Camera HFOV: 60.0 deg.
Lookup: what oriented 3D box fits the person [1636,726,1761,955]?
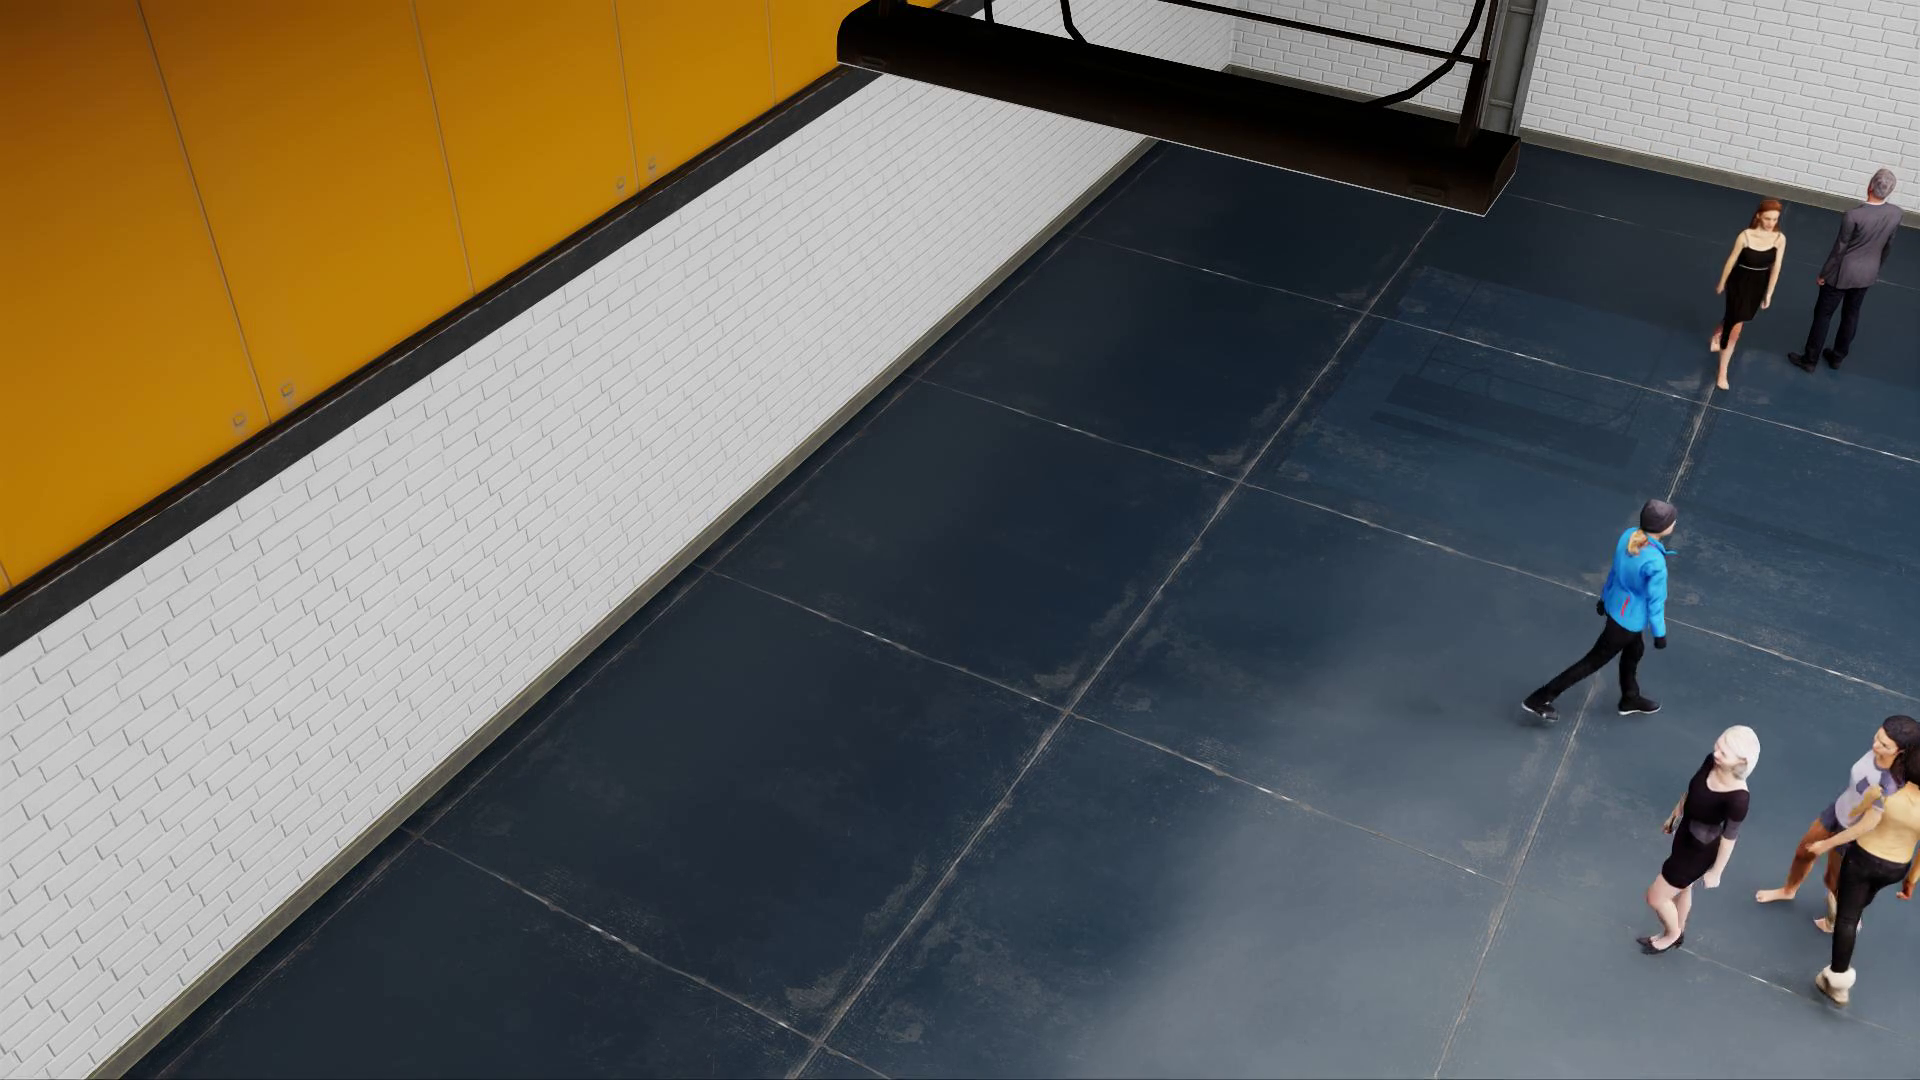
[{"bbox_3d":[4.117,1.685,9.082,0.769,1.816,0.739,2,39,2],"label":"person"}]

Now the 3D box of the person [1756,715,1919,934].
[{"bbox_3d":[5.036,1.629,9.244,0.897,1.702,0.782,8,39,10],"label":"person"}]

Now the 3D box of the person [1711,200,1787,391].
[{"bbox_3d":[6.652,-2.167,14.094,1.074,1.581,0.924,3,39,4],"label":"person"}]

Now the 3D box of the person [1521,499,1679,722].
[{"bbox_3d":[4.130,0.517,10.593,1.267,1.757,1.034,0,39,0],"label":"person"}]

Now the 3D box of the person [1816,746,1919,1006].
[{"bbox_3d":[4.991,1.825,9.064,1.108,1.622,0.775,14,41,17],"label":"person"}]

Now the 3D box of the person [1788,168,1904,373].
[{"bbox_3d":[7.498,-2.268,14.013,0.772,1.840,0.860,-6,39,-8],"label":"person"}]
